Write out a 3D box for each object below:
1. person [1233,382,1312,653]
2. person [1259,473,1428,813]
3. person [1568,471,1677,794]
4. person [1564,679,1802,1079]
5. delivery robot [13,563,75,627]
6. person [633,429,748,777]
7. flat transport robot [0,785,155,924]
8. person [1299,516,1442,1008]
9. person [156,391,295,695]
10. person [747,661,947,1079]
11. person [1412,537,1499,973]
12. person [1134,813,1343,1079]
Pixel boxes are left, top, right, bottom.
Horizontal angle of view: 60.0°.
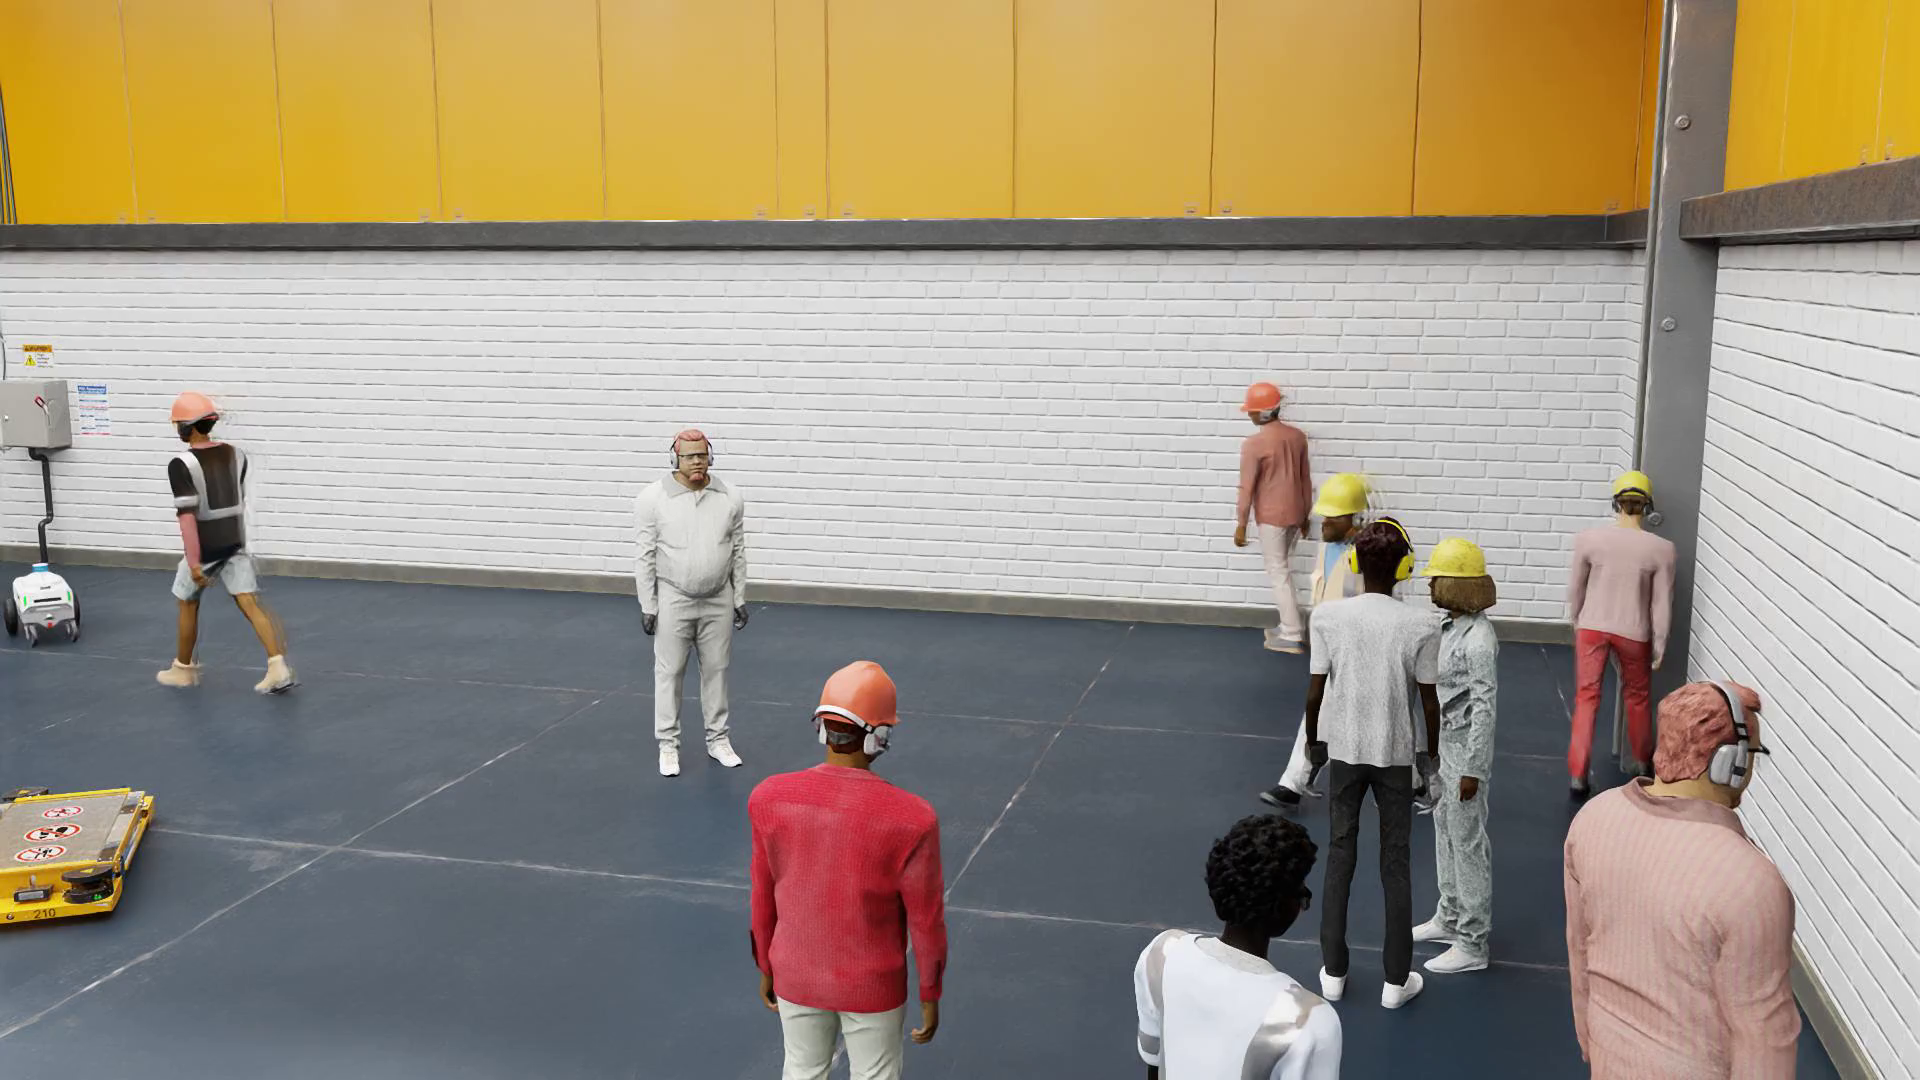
[{"bbox_3d":[2.261,-0.158,11.948,0.649,1.956,0.530,-9,13,-42],"label":"person"},{"bbox_3d":[1.983,0.534,8.396,0.954,1.771,0.623,-3,10,-19],"label":"person"},{"bbox_3d":[3.496,0.492,8.852,0.530,1.726,0.814,5,11,25],"label":"person"},{"bbox_3d":[1.662,1.251,3.814,0.410,1.905,0.641,-3,10,-18],"label":"person"},{"bbox_3d":[-6.842,0.417,12.409,0.477,0.478,0.707,-6,11,-33],"label":"delivery robot"},{"bbox_3d":[-1.463,0.337,9.183,0.643,1.909,0.410,-5,11,-28],"label":"person"},{"bbox_3d":[-4.164,1.412,7.660,0.652,0.197,1.431,-3,10,-19],"label":"flat transport robot"},{"bbox_3d":[1.562,0.842,6.323,0.534,1.868,0.309,4,10,21],"label":"person"},{"bbox_3d":[-4.812,0.028,10.793,1.083,1.994,0.620,5,11,27],"label":"person"},{"bbox_3d":[-0.305,1.194,4.641,0.573,1.737,0.354,3,10,16],"label":"person"},{"bbox_3d":[1.964,0.851,6.639,0.321,1.742,0.492,0,10,-1],"label":"person"},{"bbox_3d":[0.587,1.405,3.549,0.319,1.686,0.539,-8,13,-40],"label":"person"}]
